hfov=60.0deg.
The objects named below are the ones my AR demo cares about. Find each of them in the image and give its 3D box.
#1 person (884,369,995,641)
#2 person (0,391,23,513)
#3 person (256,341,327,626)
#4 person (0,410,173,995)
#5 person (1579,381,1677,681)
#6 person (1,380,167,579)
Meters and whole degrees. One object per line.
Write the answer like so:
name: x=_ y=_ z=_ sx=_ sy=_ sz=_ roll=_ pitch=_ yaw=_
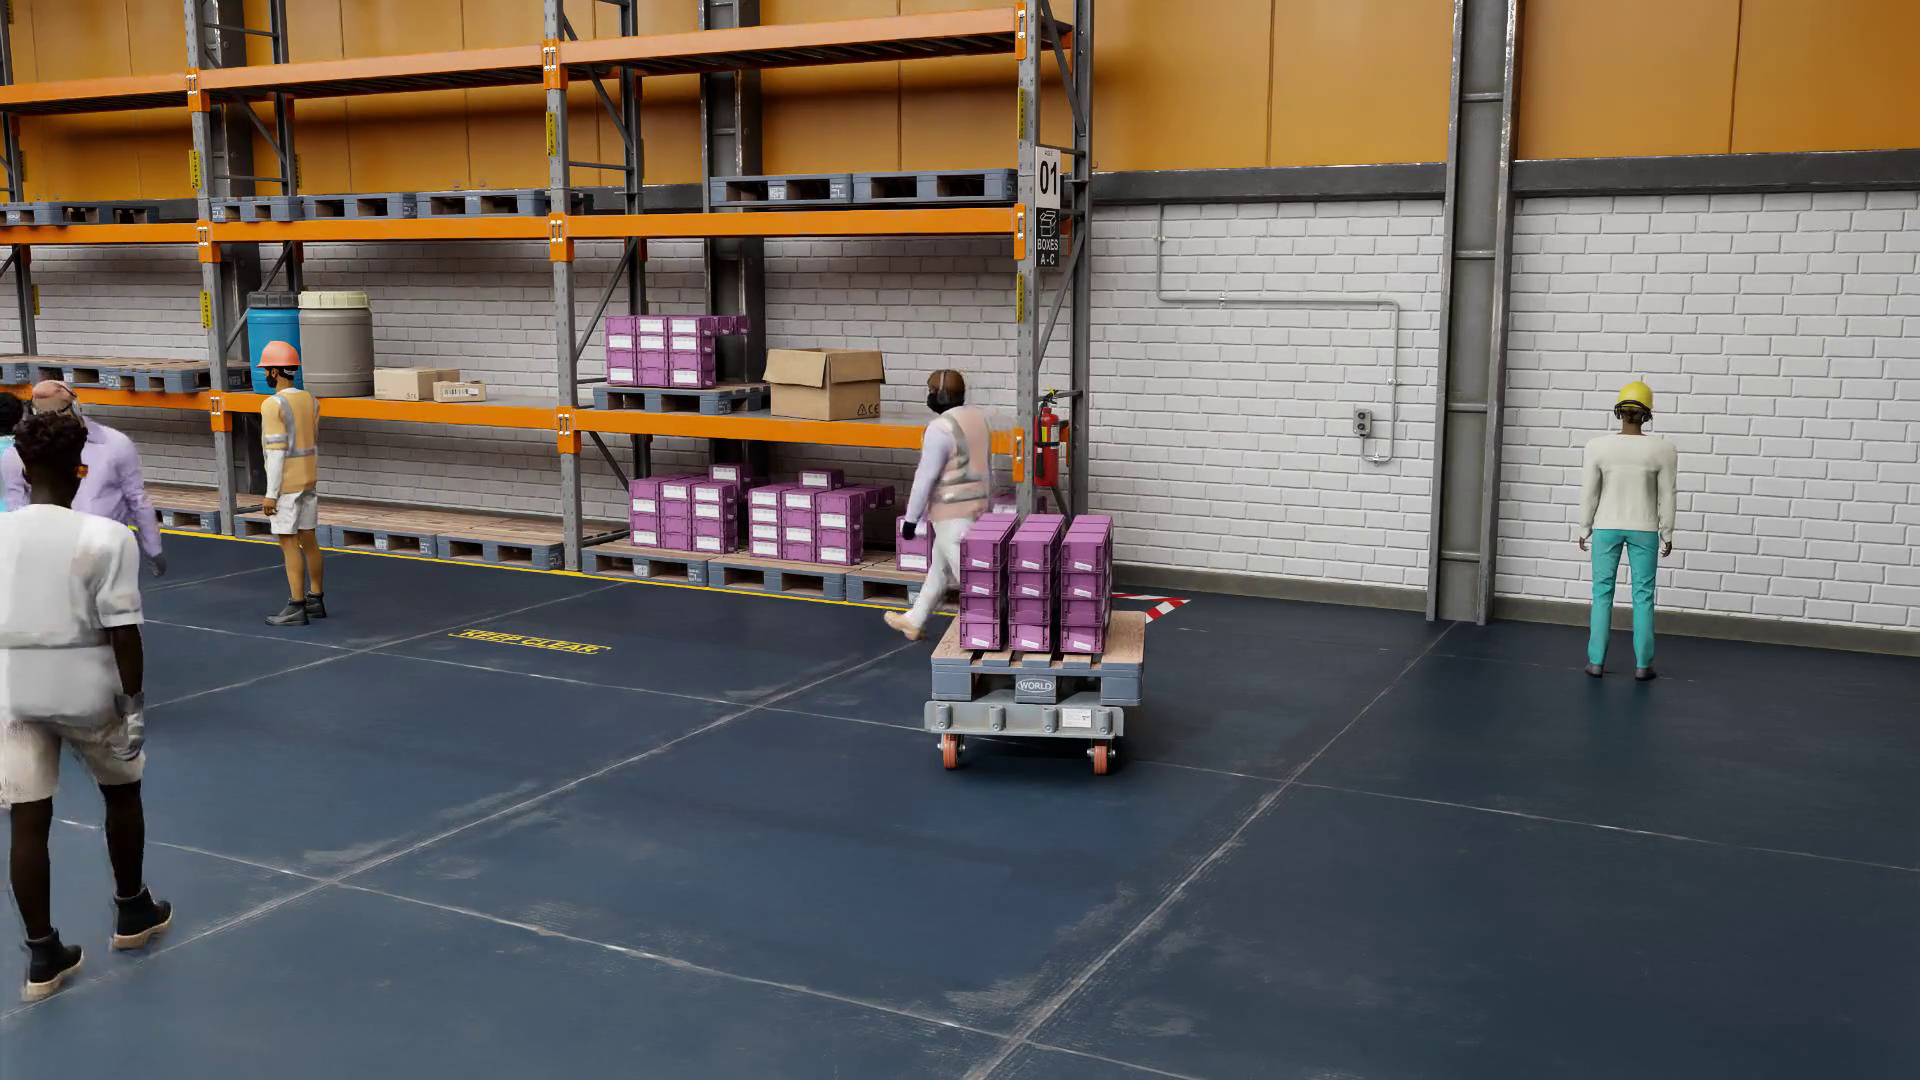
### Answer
person: x=-0.118 y=-0.176 z=10.504 sx=0.982 sy=1.786 sz=0.664 roll=5 pitch=10 yaw=28
person: x=-5.870 y=-0.079 z=10.265 sx=0.800 sy=1.665 sz=0.546 roll=6 pitch=11 yaw=31
person: x=-4.574 y=-0.382 z=11.322 sx=0.356 sy=1.937 sz=0.552 roll=2 pitch=9 yaw=9
person: x=-3.079 y=0.520 z=5.743 sx=0.632 sy=1.933 sz=0.787 roll=-1 pitch=9 yaw=-7
person: x=3.933 y=-0.053 z=9.823 sx=0.533 sy=1.767 sz=0.326 roll=4 pitch=10 yaw=22
person: x=-4.571 y=0.085 z=8.725 sx=0.730 sy=1.850 sz=0.865 roll=-4 pitch=10 yaw=-23
